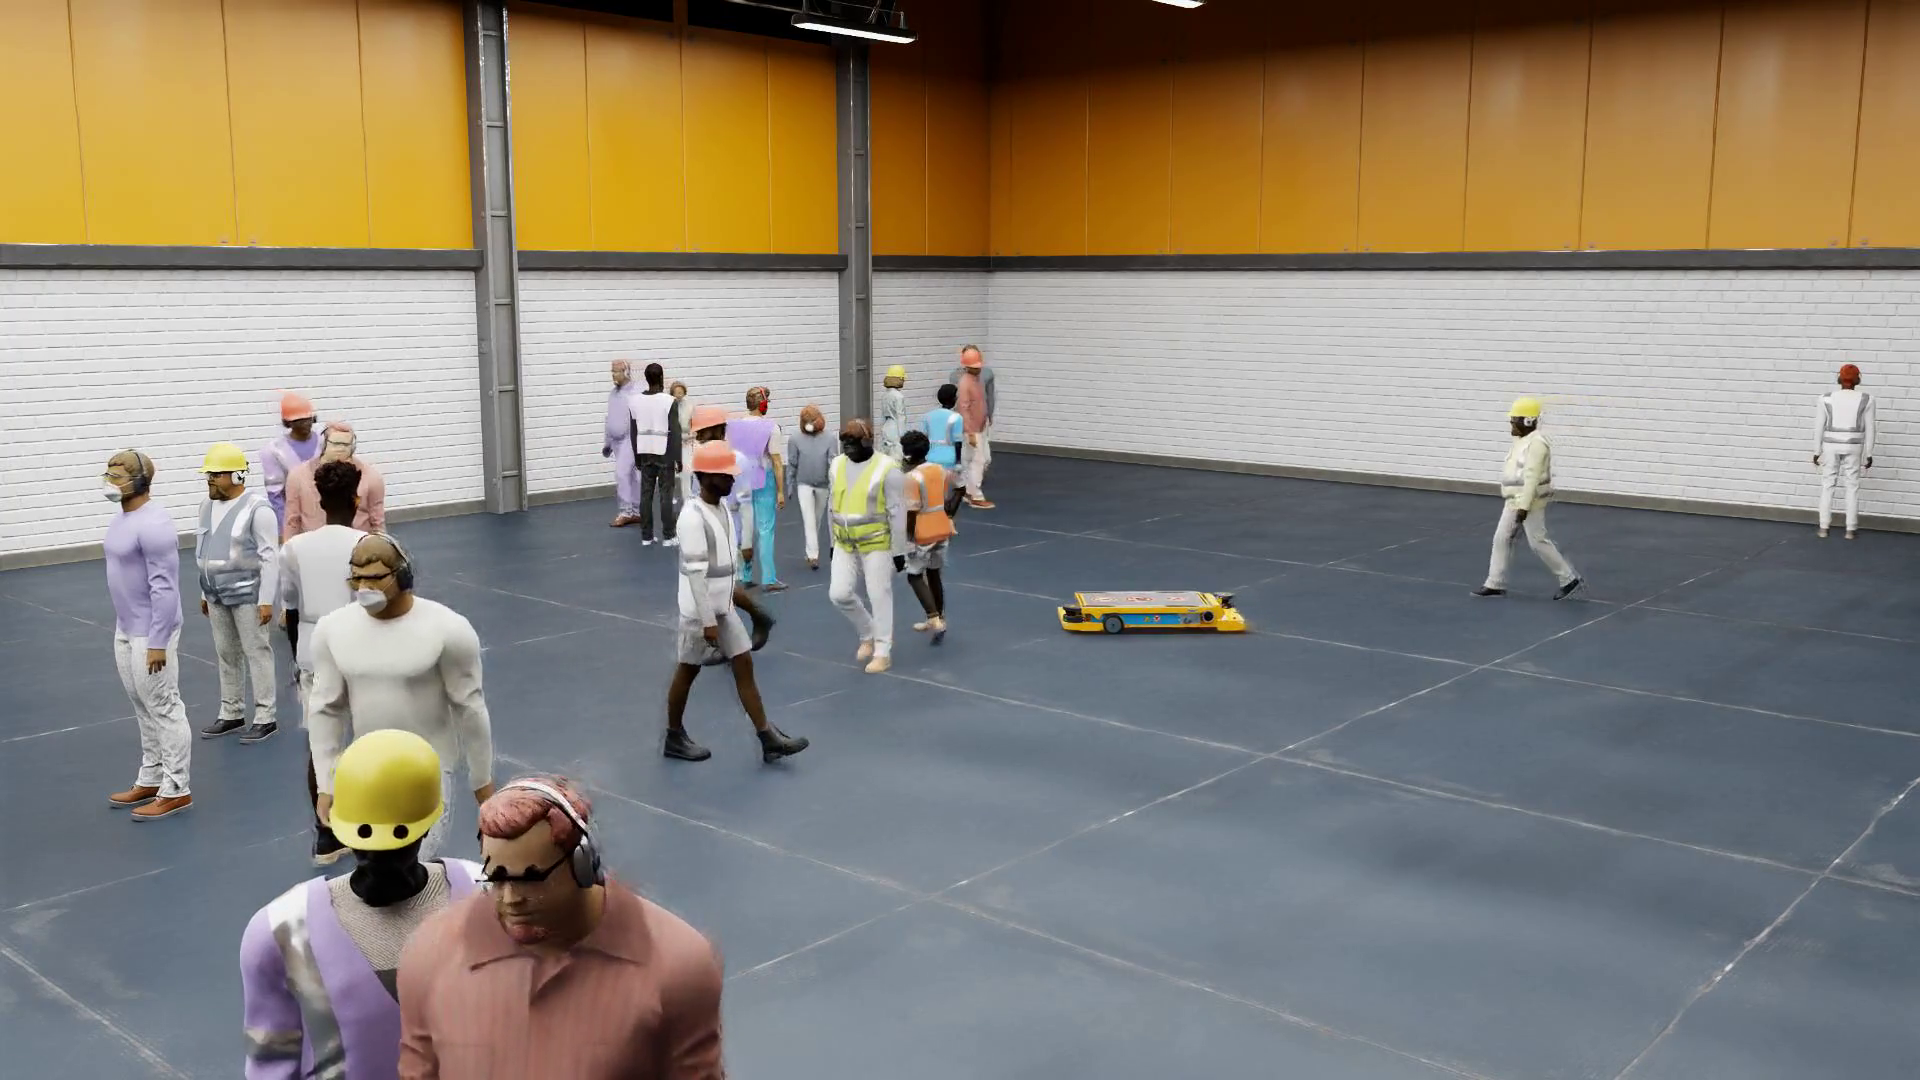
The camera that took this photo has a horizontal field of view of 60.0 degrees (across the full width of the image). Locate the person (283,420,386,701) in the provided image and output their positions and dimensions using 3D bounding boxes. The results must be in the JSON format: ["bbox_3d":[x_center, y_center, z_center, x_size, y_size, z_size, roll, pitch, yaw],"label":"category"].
[{"bbox_3d":[-4.215,0.112,11.271,0.657,1.875,0.831,-2,9,-11],"label":"person"}]

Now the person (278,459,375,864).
[{"bbox_3d":[-3.004,0.562,8.238,0.624,1.931,0.884,1,9,7],"label":"person"}]

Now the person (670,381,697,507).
[{"bbox_3d":[-3.468,-1.163,20.224,0.519,1.580,0.887,-4,10,-24],"label":"person"}]

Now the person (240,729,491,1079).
[{"bbox_3d":[-1.175,1.325,3.514,0.586,1.921,0.383,-6,11,-33],"label":"person"}]

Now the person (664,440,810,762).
[{"bbox_3d":[-1.336,0.379,9.539,0.969,1.887,0.565,3,10,19],"label":"person"}]

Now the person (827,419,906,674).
[{"bbox_3d":[-0.676,0.046,11.854,0.703,1.818,0.440,6,11,31],"label":"person"}]

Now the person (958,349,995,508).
[{"bbox_3d":[0.196,-1.342,20.161,0.438,1.953,0.654,3,10,19],"label":"person"}]

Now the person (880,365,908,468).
[{"bbox_3d":[-0.790,-1.261,20.325,0.313,1.738,0.483,-5,10,-30],"label":"person"}]

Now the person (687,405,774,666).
[{"bbox_3d":[-1.705,-0.039,12.145,0.554,1.909,0.539,7,12,39],"label":"person"}]

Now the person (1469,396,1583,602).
[{"bbox_3d":[4.971,-0.349,14.436,0.891,1.799,0.594,0,9,0],"label":"person"}]

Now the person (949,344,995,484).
[{"bbox_3d":[0.180,-1.685,22.432,0.635,1.921,0.817,-1,9,-9],"label":"person"}]

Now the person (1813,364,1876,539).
[{"bbox_3d":[9.530,-0.954,17.937,0.584,1.883,0.337,6,11,31],"label":"person"}]

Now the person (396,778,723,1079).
[{"bbox_3d":[-0.780,1.379,3.295,0.667,1.882,0.417,-1,9,-3],"label":"person"}]

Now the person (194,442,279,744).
[{"bbox_3d":[-4.408,0.319,10.105,0.598,1.832,0.404,4,10,25],"label":"person"}]

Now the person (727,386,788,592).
[{"bbox_3d":[-1.833,-0.454,14.919,0.570,1.843,0.372,5,10,29],"label":"person"}]

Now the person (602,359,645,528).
[{"bbox_3d":[-3.857,-1.089,18.768,0.704,1.882,0.684,-8,12,-41],"label":"person"}]

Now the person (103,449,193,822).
[{"bbox_3d":[-4.273,0.489,8.708,0.372,1.940,0.630,-9,12,-43],"label":"person"}]

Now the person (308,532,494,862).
[{"bbox_3d":[-2.130,0.906,6.262,0.627,1.875,1.059,1,9,8],"label":"person"}]

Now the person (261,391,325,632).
[{"bbox_3d":[-5.047,-0.176,12.786,0.618,1.988,0.876,-7,11,-36],"label":"person"}]

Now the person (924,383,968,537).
[{"bbox_3d":[-0.161,-0.836,17.838,0.535,1.683,0.376,7,11,36],"label":"person"}]

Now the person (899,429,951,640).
[{"bbox_3d":[-0.241,-0.034,12.886,0.519,1.653,0.575,7,11,36],"label":"person"}]

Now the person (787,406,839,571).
[{"bbox_3d":[-1.416,-0.509,16.088,0.489,1.570,0.897,-2,9,-14],"label":"person"}]

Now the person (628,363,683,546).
[{"bbox_3d":[-3.179,-0.889,17.422,0.592,1.920,0.392,3,10,20],"label":"person"}]

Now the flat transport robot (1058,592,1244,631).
[{"bbox_3d":[1.525,0.570,13.419,1.431,0.197,0.652,0,9,-1],"label":"flat transport robot"}]
